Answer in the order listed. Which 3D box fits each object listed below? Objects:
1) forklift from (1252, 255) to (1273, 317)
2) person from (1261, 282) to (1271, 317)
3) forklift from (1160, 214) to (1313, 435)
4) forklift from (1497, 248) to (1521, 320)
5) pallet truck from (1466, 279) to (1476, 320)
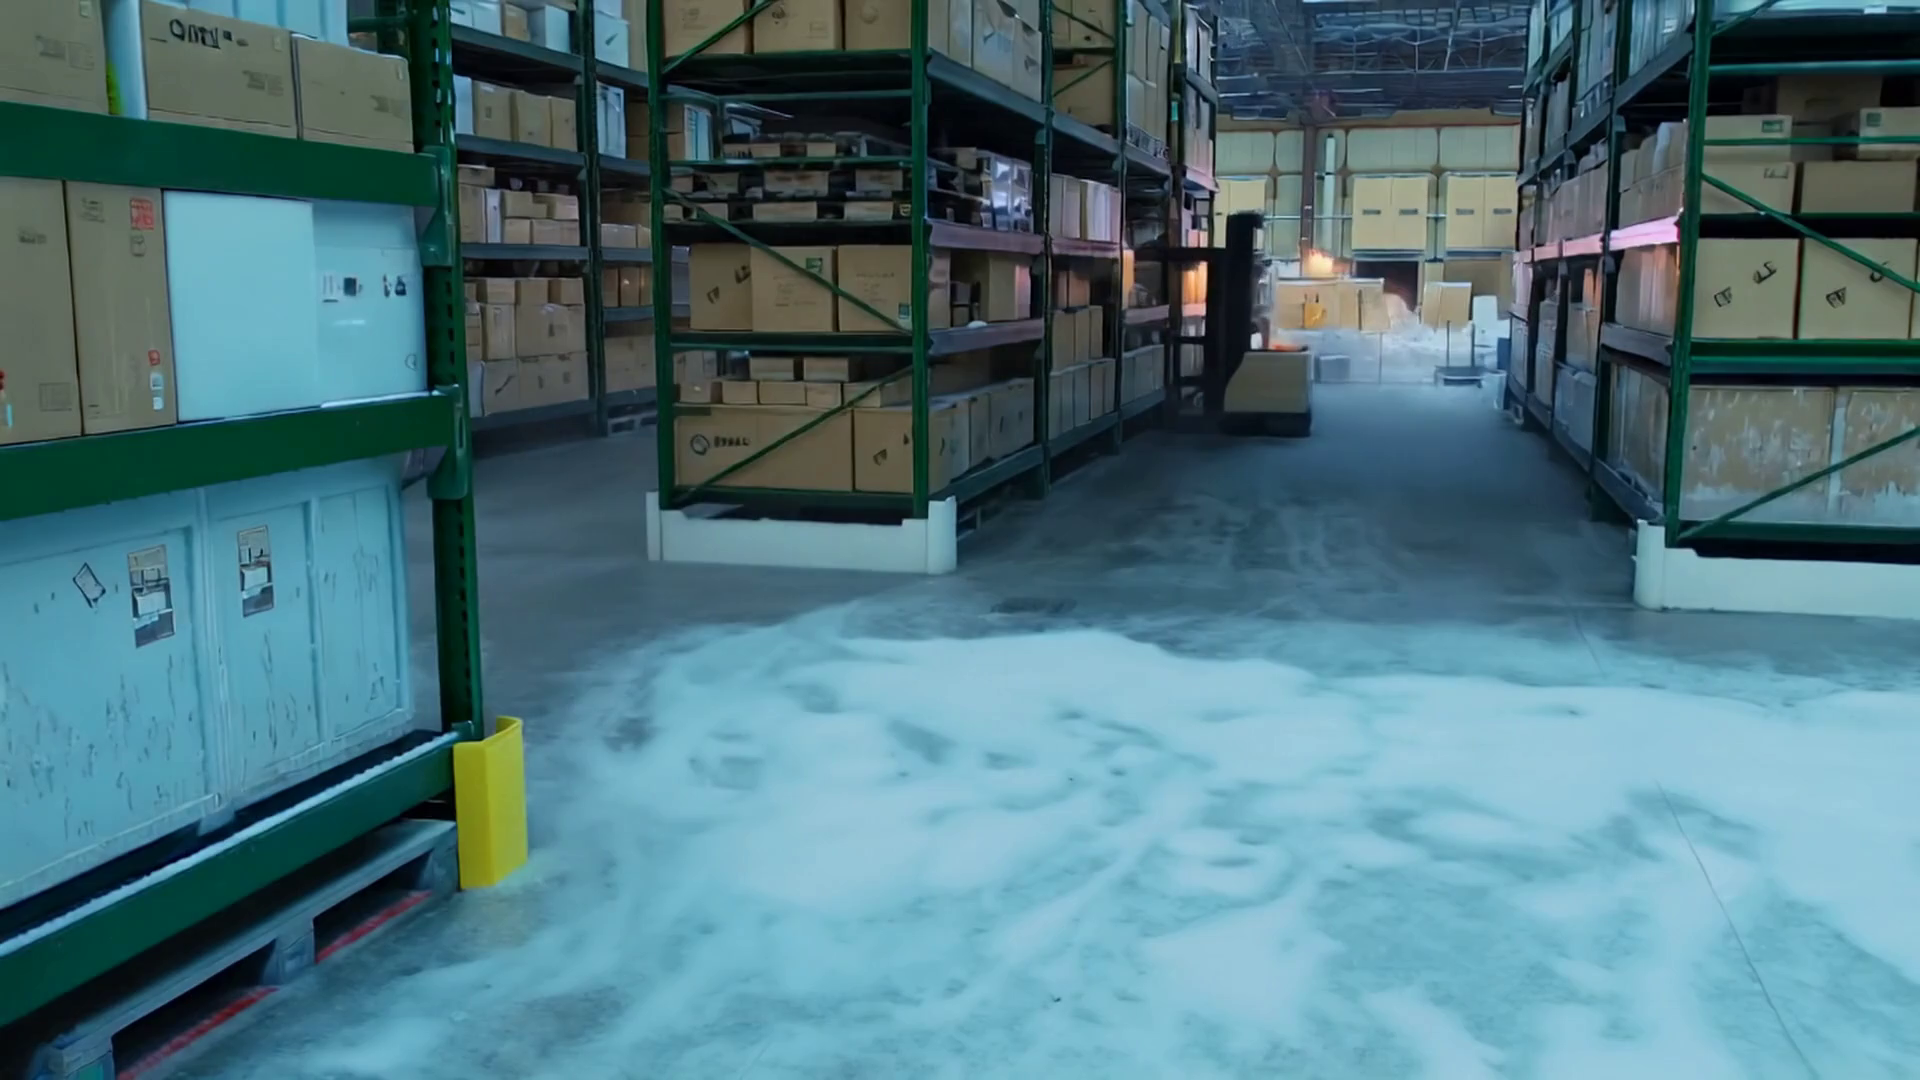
[{"bbox_3d":[10.551,-8.662,58.805,1.129,2.768,1.873,2,9,15],"label":"forklift"},{"bbox_3d":[10.533,-7.968,57.492,0.649,1.900,0.613,1,9,6],"label":"person"},{"bbox_3d":[3.637,-2.813,21.642,1.873,2.768,1.129,2,9,15],"label":"forklift"},{"bbox_3d":[14.837,-6.388,44.357,1.129,2.768,1.873,5,10,30],"label":"forklift"},{"bbox_3d":[18.896,-8.459,60.307,1.885,1.965,0.823,5,10,31],"label":"pallet truck"}]
